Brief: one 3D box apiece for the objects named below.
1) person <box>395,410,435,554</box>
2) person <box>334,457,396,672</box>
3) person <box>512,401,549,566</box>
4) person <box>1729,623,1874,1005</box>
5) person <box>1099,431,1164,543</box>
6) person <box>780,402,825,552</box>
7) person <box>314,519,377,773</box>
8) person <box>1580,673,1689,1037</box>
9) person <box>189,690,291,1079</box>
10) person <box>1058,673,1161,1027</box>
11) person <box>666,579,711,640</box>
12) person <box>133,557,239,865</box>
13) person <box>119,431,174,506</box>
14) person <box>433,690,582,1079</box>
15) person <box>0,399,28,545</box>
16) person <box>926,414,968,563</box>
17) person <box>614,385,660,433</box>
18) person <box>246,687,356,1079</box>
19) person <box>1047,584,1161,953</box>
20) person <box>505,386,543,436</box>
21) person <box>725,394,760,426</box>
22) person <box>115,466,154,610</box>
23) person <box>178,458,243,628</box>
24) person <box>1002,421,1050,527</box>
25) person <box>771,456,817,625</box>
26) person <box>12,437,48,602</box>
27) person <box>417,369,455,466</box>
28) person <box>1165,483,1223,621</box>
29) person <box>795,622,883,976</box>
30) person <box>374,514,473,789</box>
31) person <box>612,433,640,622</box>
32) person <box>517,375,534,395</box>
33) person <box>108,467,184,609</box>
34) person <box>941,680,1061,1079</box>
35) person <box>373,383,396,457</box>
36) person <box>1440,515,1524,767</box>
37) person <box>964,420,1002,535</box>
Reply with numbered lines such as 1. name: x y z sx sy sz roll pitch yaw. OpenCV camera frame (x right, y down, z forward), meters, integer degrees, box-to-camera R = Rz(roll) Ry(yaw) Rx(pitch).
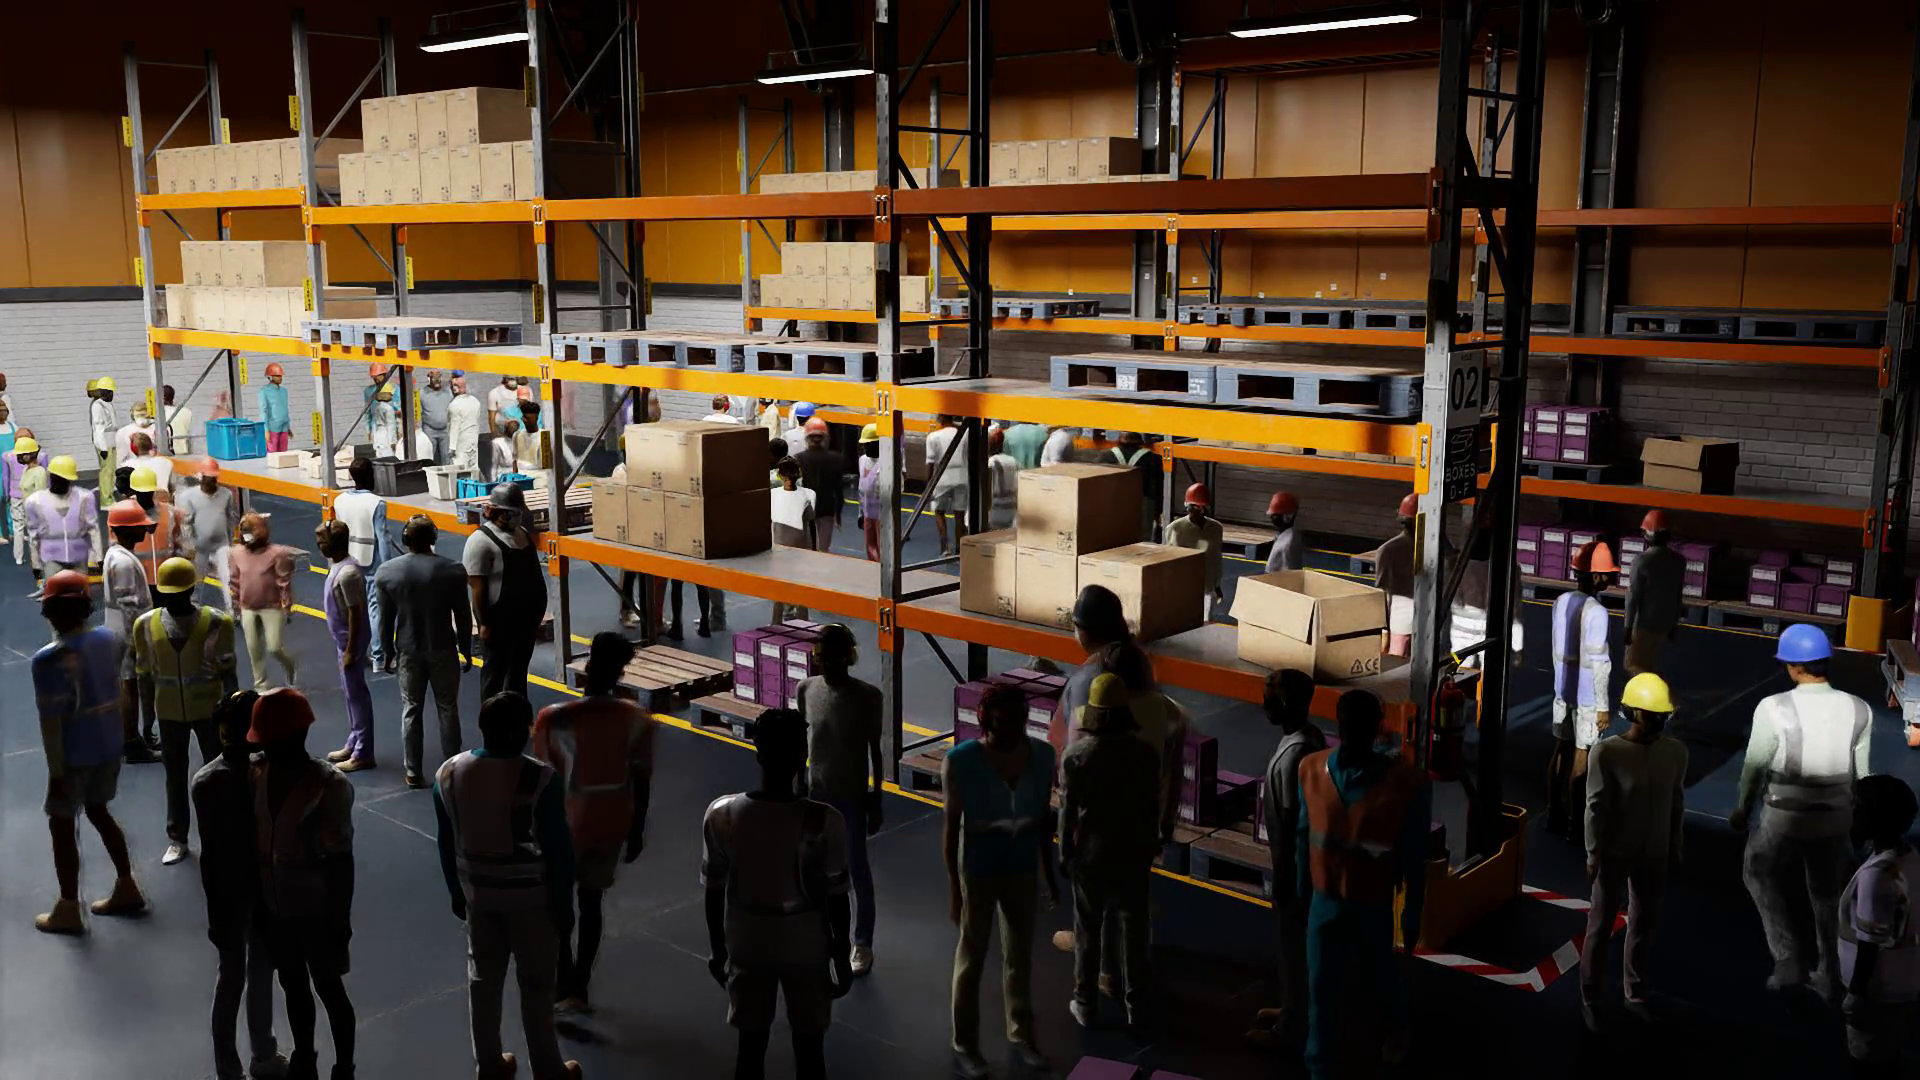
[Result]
1. person: -6.377 -0.579 19.367 0.402 1.899 0.652 -8 13 -39
2. person: -5.276 0.221 14.781 0.593 1.921 0.388 5 11 25
3. person: -5.037 -0.669 19.684 0.601 1.967 0.369 3 10 17
4. person: 4.211 1.364 8.307 0.633 1.919 0.450 -1 10 -6
5. person: 1.809 -0.315 17.474 0.685 2.000 0.540 3 11 19
6. person: -1.843 -0.669 19.731 0.605 1.949 0.402 5 11 27
7. person: -4.423 0.756 11.994 0.351 1.838 0.507 -5 11 -24
8. person: 3.238 1.499 7.988 0.525 1.772 0.304 -2 10 -12
9. person: -3.150 1.568 7.352 0.333 1.860 0.510 2 10 12
10. person: 0.722 1.500 8.080 0.497 1.734 0.339 0 10 -1
11. person: -2.645 -0.002 16.050 0.552 1.926 0.427 -4 11 -19
12. person: -4.711 1.042 10.166 0.583 1.918 0.407 -2 10 -10
13. person: -8.609 -0.250 17.719 0.481 1.823 0.561 8 13 40
14. person: -1.984 1.569 7.385 0.637 1.840 0.429 3 10 15
15. person: -12.164 -0.869 21.156 0.351 1.847 0.507 5 11 25
16. person: -0.097 -0.688 19.861 0.644 1.938 0.456 -2 10 -10
17. person: -5.114 -1.912 26.502 0.732 2.000 0.541 1 10 6
18. person: -2.854 1.564 7.177 0.543 1.929 0.387 4 11 24
19. person: 0.714 1.217 8.810 0.536 2.000 0.702 6 12 31
20. person: -6.395 -1.398 24.437 0.564 1.743 0.353 -3 10 -15
21. person: -3.287 -1.594 24.998 0.610 1.937 0.410 -5 11 -26
22. person: -7.881 0.130 15.954 0.322 1.692 0.534 -2 10 -11
23. person: -7.480 0.022 16.550 0.922 1.701 0.569 9 14 43
24. person: 0.790 -0.695 19.968 0.670 1.918 0.477 -2 10 -10
25. person: -1.561 0.145 15.355 0.531 1.871 0.322 -2 10 -10
26. person: -9.865 -0.223 17.752 0.525 1.760 0.341 9 14 43
27. person: -7.995 -1.657 25.427 0.643 1.913 0.410 -7 12 -35
28. person: 2.033 0.376 14.373 0.562 1.752 0.324 -4 11 -23
29. person: -0.637 1.334 8.665 0.511 1.862 0.326 4 11 21
30. person: -3.718 0.773 11.604 0.635 1.939 0.361 -2 10 -11
31. person: -3.312 -0.140 16.804 0.369 1.925 0.594 0 10 -1
32. person: -7.405 -2.035 28.080 0.491 1.731 0.324 5 11 26
33. person: -6.888 0.328 14.162 0.594 1.922 0.385 -9 14 -42
34. person: 0.174 1.528 7.616 0.565 1.846 0.388 -4 11 -23
35. person: -8.606 -1.490 24.965 0.487 1.741 0.312 10 14 43
36. person: 3.725 0.736 12.013 0.664 1.874 0.371 1 10 7
37. person: 0.246 -0.967 21.731 0.600 1.836 0.404 4 11 23
